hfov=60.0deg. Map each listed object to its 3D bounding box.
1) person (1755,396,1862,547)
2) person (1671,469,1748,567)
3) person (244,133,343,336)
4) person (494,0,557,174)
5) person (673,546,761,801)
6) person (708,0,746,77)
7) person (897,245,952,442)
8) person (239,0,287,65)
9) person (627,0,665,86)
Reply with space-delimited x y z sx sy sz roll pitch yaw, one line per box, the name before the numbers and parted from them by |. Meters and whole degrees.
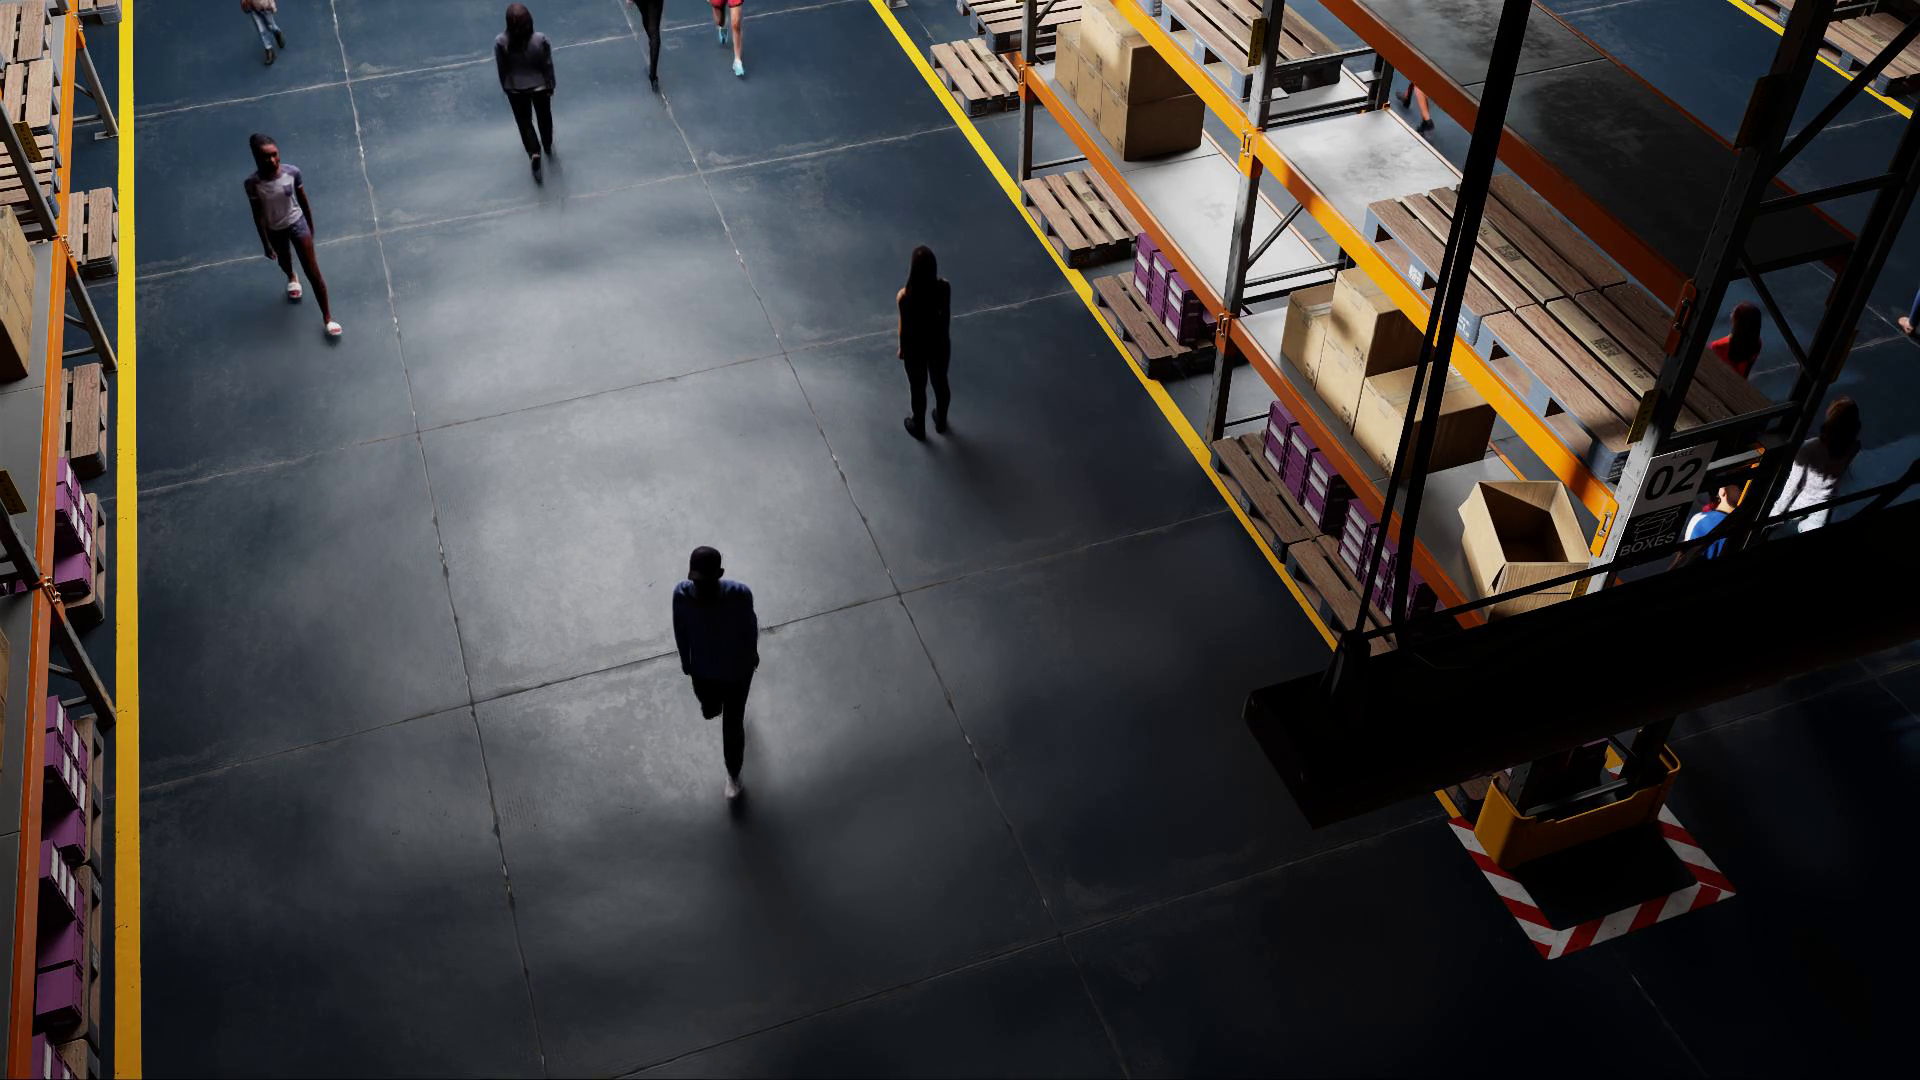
person | 5.658 -0.142 11.096 0.843 1.759 1.132 2 44 2
person | 4.696 0.267 10.589 0.674 1.866 0.590 -10 45 -11
person | -5.566 -2.568 13.700 0.750 1.679 1.244 -20 47 -20
person | -4.025 -4.209 15.498 0.661 1.576 0.933 -12 45 -13
person | -1.452 0.690 10.146 0.911 1.864 1.159 2 44 2
person | -2.385 -5.636 16.872 0.691 1.745 1.020 -9 44 -9
person | -0.259 -1.481 12.553 0.595 1.688 0.566 -17 46 -17
person | -7.240 -5.553 17.190 0.588 1.186 0.720 -3 44 -3
person | -3.129 -5.416 16.678 0.881 1.695 1.257 0 44 0
